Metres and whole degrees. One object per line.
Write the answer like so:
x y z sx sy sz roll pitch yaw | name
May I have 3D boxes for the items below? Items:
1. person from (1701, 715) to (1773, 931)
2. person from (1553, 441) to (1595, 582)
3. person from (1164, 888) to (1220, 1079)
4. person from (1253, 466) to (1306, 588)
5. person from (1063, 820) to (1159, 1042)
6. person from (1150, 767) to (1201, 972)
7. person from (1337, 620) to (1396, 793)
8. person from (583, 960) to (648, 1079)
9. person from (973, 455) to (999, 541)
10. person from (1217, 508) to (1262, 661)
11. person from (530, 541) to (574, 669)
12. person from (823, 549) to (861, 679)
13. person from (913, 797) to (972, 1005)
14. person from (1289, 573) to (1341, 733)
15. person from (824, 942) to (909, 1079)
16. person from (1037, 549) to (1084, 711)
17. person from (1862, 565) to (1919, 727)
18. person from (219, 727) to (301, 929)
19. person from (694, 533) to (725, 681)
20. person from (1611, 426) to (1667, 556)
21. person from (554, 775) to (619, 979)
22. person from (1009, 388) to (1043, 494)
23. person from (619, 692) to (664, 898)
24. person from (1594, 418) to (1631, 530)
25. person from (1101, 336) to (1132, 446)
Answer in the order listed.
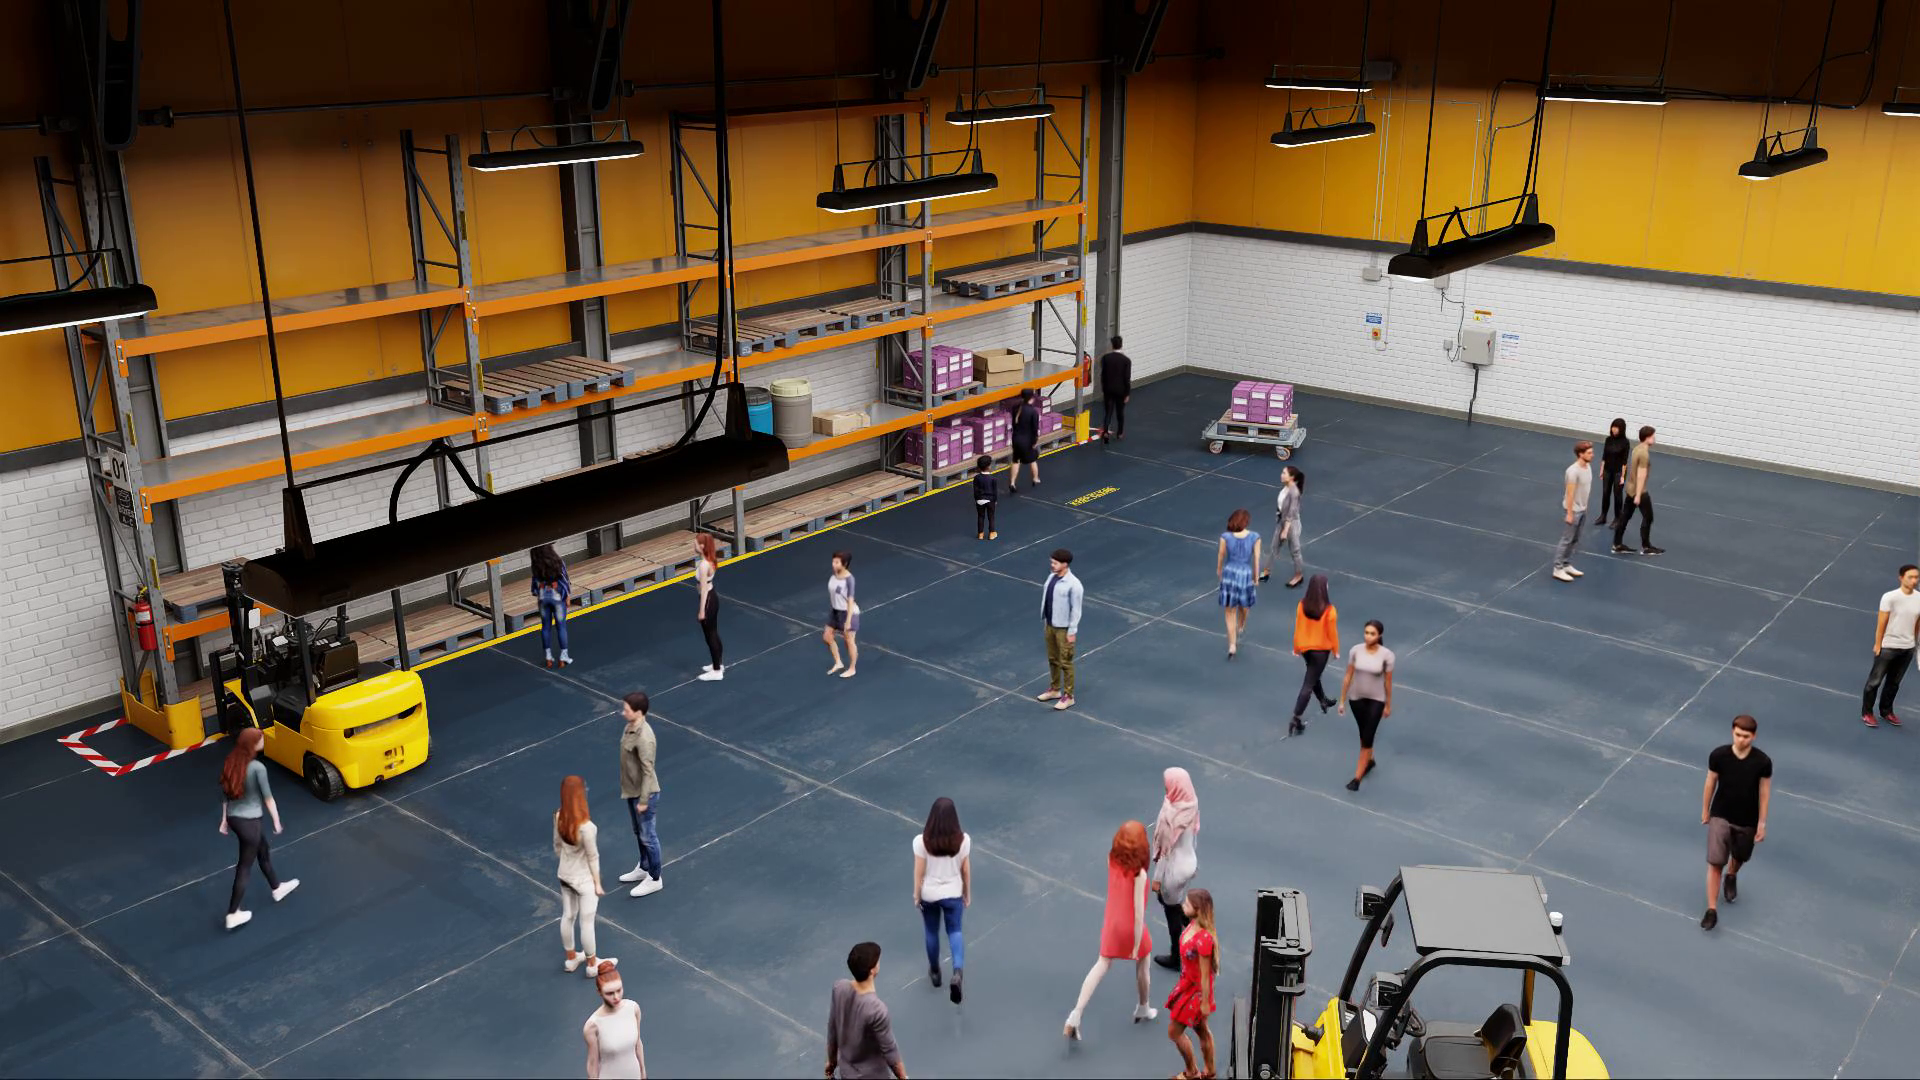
6.598 2.325 14.114 0.889 1.831 1.283 8 20 23 | person
8.180 -0.409 22.130 0.709 1.896 0.479 17 25 40 | person
1.780 3.213 11.870 0.794 1.580 0.731 1 19 2 | person
4.394 -0.155 21.755 1.025 1.654 0.965 -2 19 -5 | person
1.138 2.940 12.352 1.189 1.790 0.758 -15 24 -38 | person
1.801 2.657 13.189 0.758 1.791 0.715 11 22 30 | person
4.064 1.593 16.493 0.719 1.699 1.167 11 22 30 | person
-2.201 3.506 10.665 0.442 1.793 0.655 -17 25 -41 | person
0.368 -0.609 23.775 0.578 1.224 0.606 4 19 11 | person
3.264 0.549 19.492 1.051 1.763 1.184 1 19 3 | person
-4.739 0.688 19.305 0.704 1.620 0.716 3 19 9 | person
-1.275 0.819 19.019 0.636 1.554 0.628 -15 24 -38 | person
-0.126 2.826 12.882 0.971 1.667 1.008 -3 19 -8 | person
3.689 1.226 17.571 1.145 1.706 0.764 -14 23 -36 | person
-0.692 3.488 10.710 1.224 1.798 0.846 -15 24 -38 | person
1.111 0.952 18.223 0.664 1.810 0.733 -12 22 -32 | person
9.984 1.109 17.767 0.709 1.804 0.772 -2 19 -5 | person
-6.057 2.446 13.971 0.726 1.692 1.038 7 20 21 | person
-2.859 0.747 18.936 0.720 1.742 0.626 1 19 4 | person
9.280 -0.676 23.018 1.019 1.834 1.010 2 19 7 | person
-3.049 2.678 13.254 0.606 1.709 0.564 12 22 32 | person
0.939 -1.493 25.764 0.749 1.631 1.053 13 23 34 | person
-2.766 2.181 14.480 0.740 1.869 0.780 -9 21 -26 | person
9.554 -0.987 24.250 0.559 1.638 0.589 -15 24 -37 | person
2.613 -2.536 28.523 1.036 1.847 1.256 4 19 13 | person
